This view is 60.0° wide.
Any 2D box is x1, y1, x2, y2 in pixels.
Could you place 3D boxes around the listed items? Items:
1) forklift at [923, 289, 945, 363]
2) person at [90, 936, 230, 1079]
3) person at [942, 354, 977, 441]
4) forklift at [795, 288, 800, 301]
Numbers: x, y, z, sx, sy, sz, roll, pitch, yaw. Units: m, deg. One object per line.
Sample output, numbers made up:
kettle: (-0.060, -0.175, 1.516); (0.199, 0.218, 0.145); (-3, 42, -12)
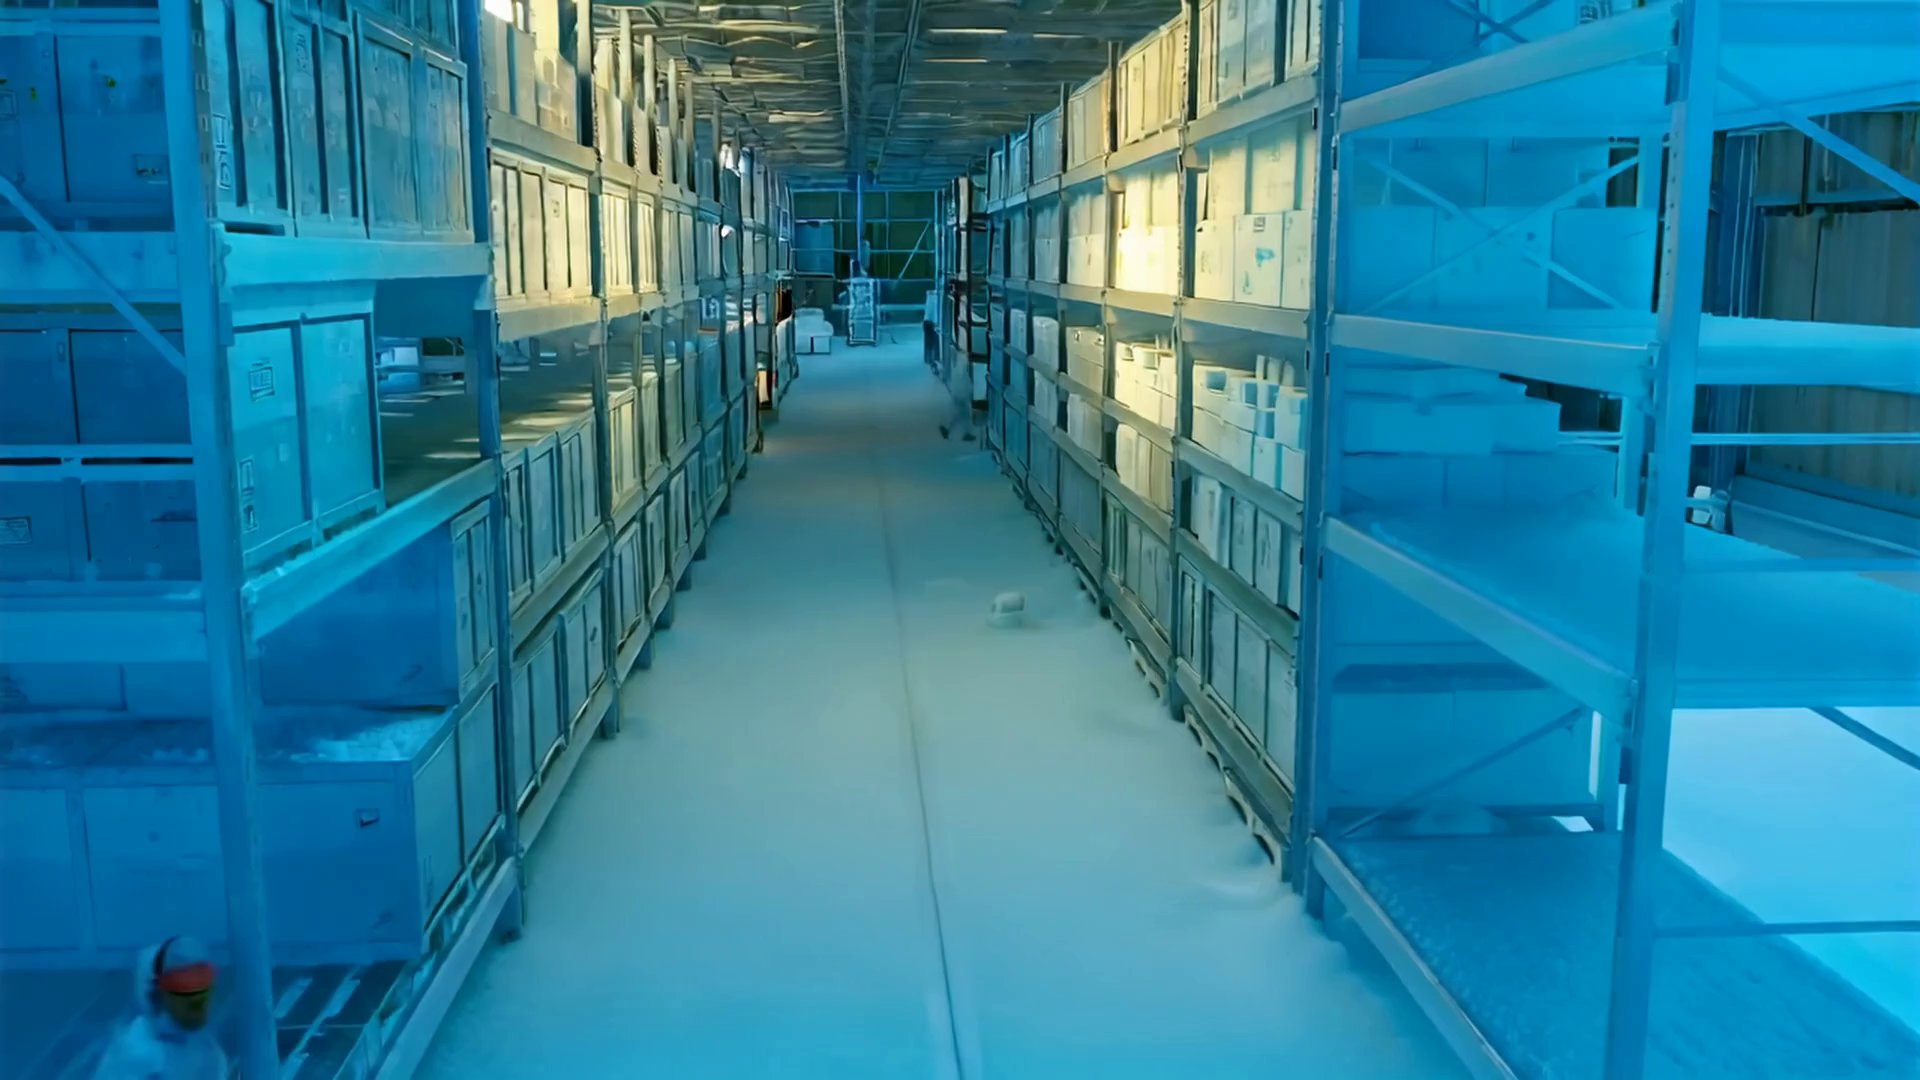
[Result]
forklift: (-0.838, -8.197, 63.430); (1.129, 2.768, 1.873); (-1, 10, -3)
person: (-2.340, 2.089, 4.924); (0.486, 1.890, 0.655); (-1, 10, -4)
person: (0.003, -3.048, 35.639); (0.662, 1.888, 0.650); (3, 10, 18)
forklift: (-8.225, -11.092, 80.725); (1.129, 2.768, 1.873); (-6, 11, -31)
